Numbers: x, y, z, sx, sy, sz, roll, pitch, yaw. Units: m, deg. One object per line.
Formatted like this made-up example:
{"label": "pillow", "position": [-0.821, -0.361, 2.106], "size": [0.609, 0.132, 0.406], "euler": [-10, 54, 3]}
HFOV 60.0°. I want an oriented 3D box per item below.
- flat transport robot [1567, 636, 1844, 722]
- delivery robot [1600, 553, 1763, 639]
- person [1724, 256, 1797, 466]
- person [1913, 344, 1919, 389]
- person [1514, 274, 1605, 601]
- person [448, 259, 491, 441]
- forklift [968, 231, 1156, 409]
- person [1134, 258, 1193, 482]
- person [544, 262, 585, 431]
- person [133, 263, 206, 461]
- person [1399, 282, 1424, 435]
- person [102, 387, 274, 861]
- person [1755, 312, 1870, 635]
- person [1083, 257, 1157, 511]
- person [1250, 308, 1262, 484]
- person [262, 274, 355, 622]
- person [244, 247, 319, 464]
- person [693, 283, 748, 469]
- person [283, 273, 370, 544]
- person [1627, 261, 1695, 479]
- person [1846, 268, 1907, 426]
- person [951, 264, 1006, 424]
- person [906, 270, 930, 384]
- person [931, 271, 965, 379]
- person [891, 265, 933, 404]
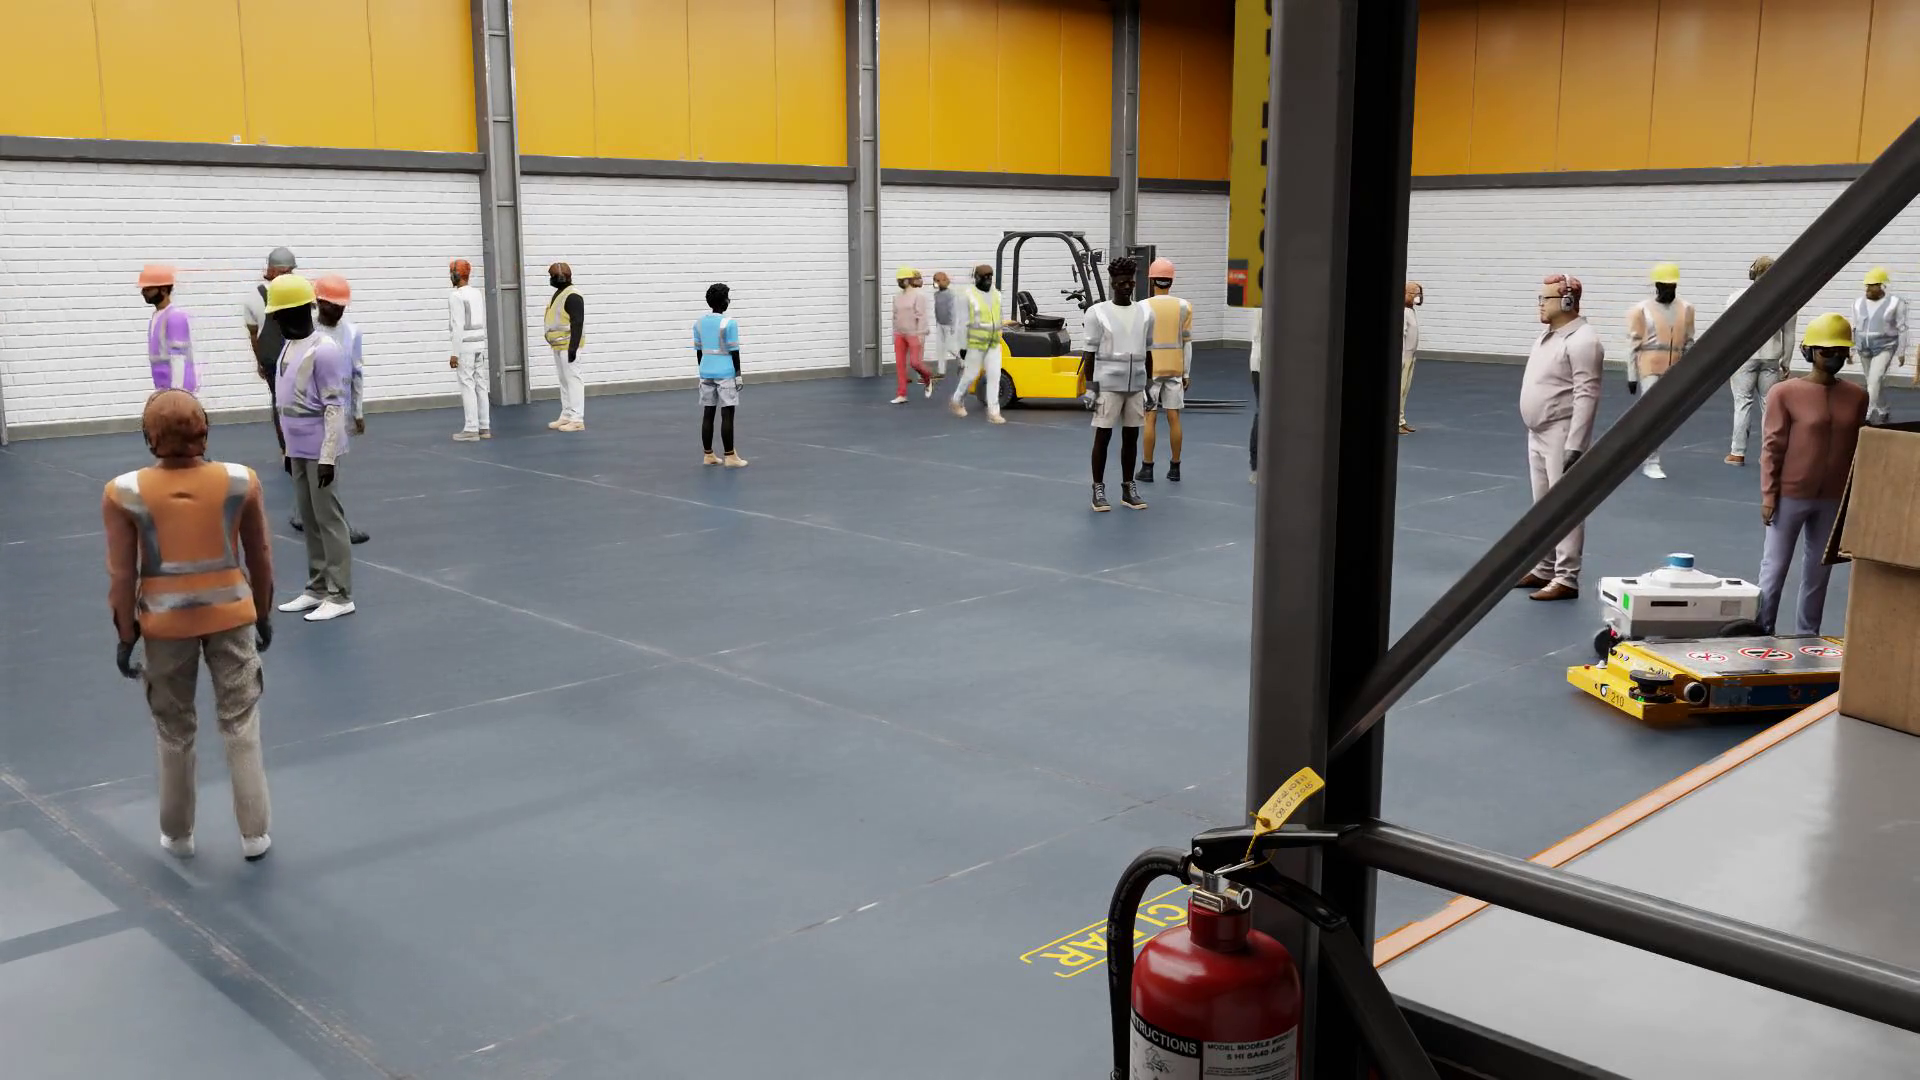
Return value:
{"label": "flat transport robot", "position": [3.610, 0.618, 7.605], "size": [1.431, 0.197, 0.652], "euler": [-2, 10, -9]}
{"label": "delivery robot", "position": [3.561, 0.310, 8.239], "size": [0.707, 0.478, 0.477], "euler": [0, 10, 0]}
{"label": "person", "position": [7.377, -1.646, 15.398], "size": [0.630, 1.938, 0.366], "euler": [1, 10, 8]}
{"label": "person", "position": [8.871, -1.514, 14.939], "size": [0.513, 1.843, 0.329], "euler": [4, 11, 21]}
{"label": "person", "position": [3.489, -0.600, 9.780], "size": [0.399, 1.909, 0.642], "euler": [-1, 10, -3]}
{"label": "person", "position": [-5.137, -1.976, 17.343], "size": [0.337, 1.883, 0.584], "euler": [2, 11, 13]}
{"label": "forklift", "position": [1.222, -2.721, 20.561], "size": [2.313, 2.155, 1.214], "euler": [2, 11, 13]}
{"label": "person", "position": [1.734, -1.464, 14.407], "size": [0.545, 1.939, 0.354], "euler": [-2, 11, -10]}
{"label": "person", "position": [-4.328, -2.111, 18.218], "size": [0.430, 1.838, 0.619], "euler": [-6, 12, -30]}
{"label": "person", "position": [-6.203, -1.220, 13.141], "size": [0.491, 1.924, 0.551], "euler": [-10, 14, -43]}
{"label": "person", "position": [4.822, -1.959, 17.938], "size": [0.278, 1.631, 0.507], "euler": [6, 12, 29]}
{"label": "person", "position": [-2.597, 0.296, 5.656], "size": [0.518, 1.641, 0.336], "euler": [-6, 12, -29]}
{"label": "person", "position": [4.105, -0.205, 8.010], "size": [0.524, 1.769, 0.314], "euler": [-1, 10, -7]}
{"label": "person", "position": [1.247, -1.205, 12.917], "size": [0.618, 1.963, 0.361], "euler": [-4, 11, -21]}
{"label": "person", "position": [2.784, -1.468, 14.430], "size": [0.417, 1.953, 0.794], "euler": [10, 14, 43]}
{"label": "person", "position": [-3.623, -0.508, 9.252], "size": [0.381, 1.917, 0.584], "euler": [-10, 14, -42]}
{"label": "person", "position": [-6.243, -1.717, 15.508], "size": [0.703, 2.000, 0.537], "euler": [1, 10, 6]}
{"label": "person", "position": [-2.205, -1.501, 15.267], "size": [0.533, 1.697, 0.319], "euler": [7, 13, 34]}
{"label": "person", "position": [-4.505, -0.928, 11.668], "size": [0.833, 1.892, 0.553], "euler": [6, 12, 32]}
{"label": "person", "position": [6.193, -1.512, 14.754], "size": [0.609, 1.908, 0.617], "euler": [-2, 11, -10]}
{"label": "person", "position": [10.279, -2.150, 18.608], "size": [0.929, 1.784, 0.604], "euler": [-7, 12, -32]}
{"label": "person", "position": [0.215, -2.252, 19.051], "size": [0.634, 1.815, 0.815], "euler": [-7, 12, -32]}
{"label": "person", "position": [-0.653, -3.061, 23.946], "size": [0.498, 1.634, 0.279], "euler": [6, 12, 30]}
{"label": "person", "position": [-0.155, -3.196, 24.743], "size": [0.551, 1.607, 0.527], "euler": [-8, 13, -38]}
{"label": "person", "position": [-0.638, -2.616, 21.173], "size": [0.539, 1.750, 0.578], "euler": [8, 13, 36]}
